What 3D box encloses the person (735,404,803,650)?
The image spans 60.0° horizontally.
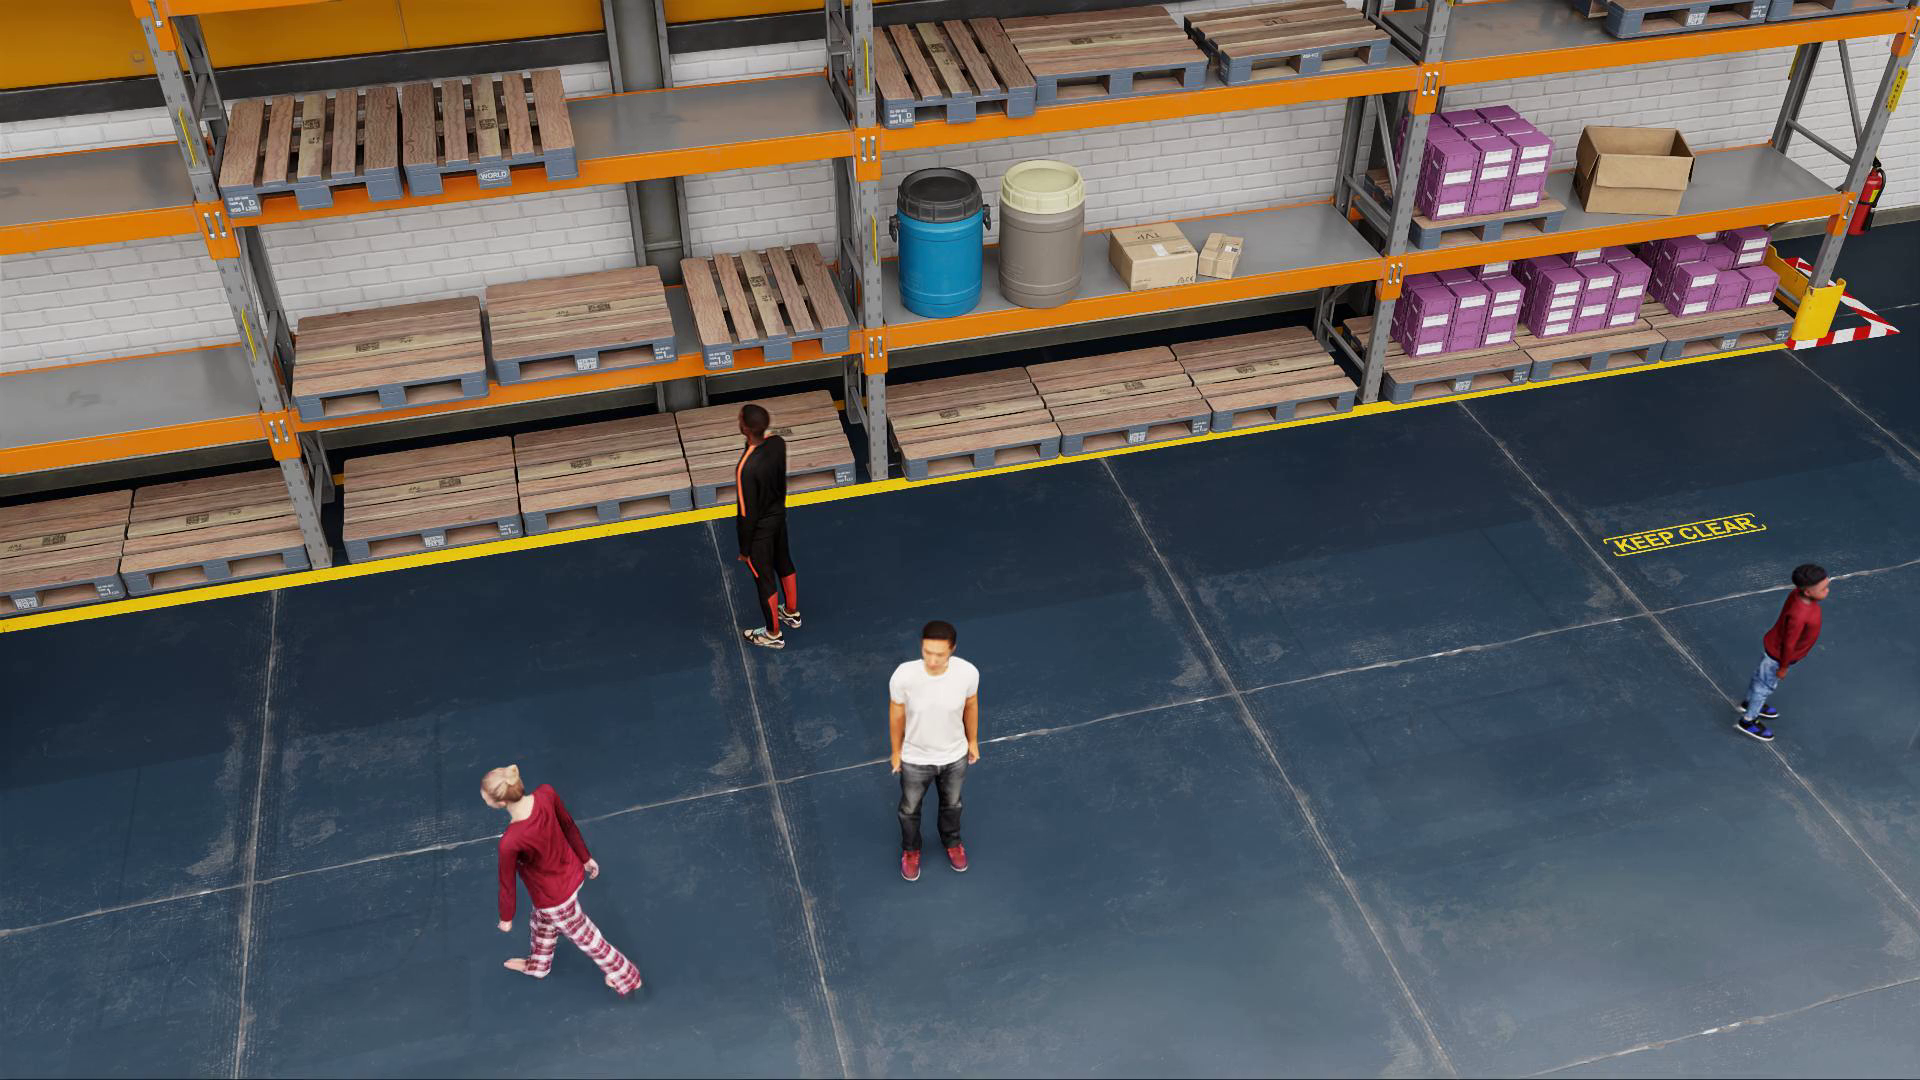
[{"bbox_3d":[-1.239,-0.097,10.549,0.755,1.808,0.700,19,42,22],"label":"person"}]

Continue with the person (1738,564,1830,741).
[{"bbox_3d":[4.973,0.645,10.064,0.629,1.255,0.578,17,42,20],"label":"person"}]

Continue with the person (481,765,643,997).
[{"bbox_3d":[-1.953,1.740,8.373,1.092,1.653,0.915,13,40,15],"label":"person"}]

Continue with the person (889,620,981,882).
[{"bbox_3d":[-0.142,1.117,9.044,0.488,1.799,0.713,-7,39,-8],"label":"person"}]
